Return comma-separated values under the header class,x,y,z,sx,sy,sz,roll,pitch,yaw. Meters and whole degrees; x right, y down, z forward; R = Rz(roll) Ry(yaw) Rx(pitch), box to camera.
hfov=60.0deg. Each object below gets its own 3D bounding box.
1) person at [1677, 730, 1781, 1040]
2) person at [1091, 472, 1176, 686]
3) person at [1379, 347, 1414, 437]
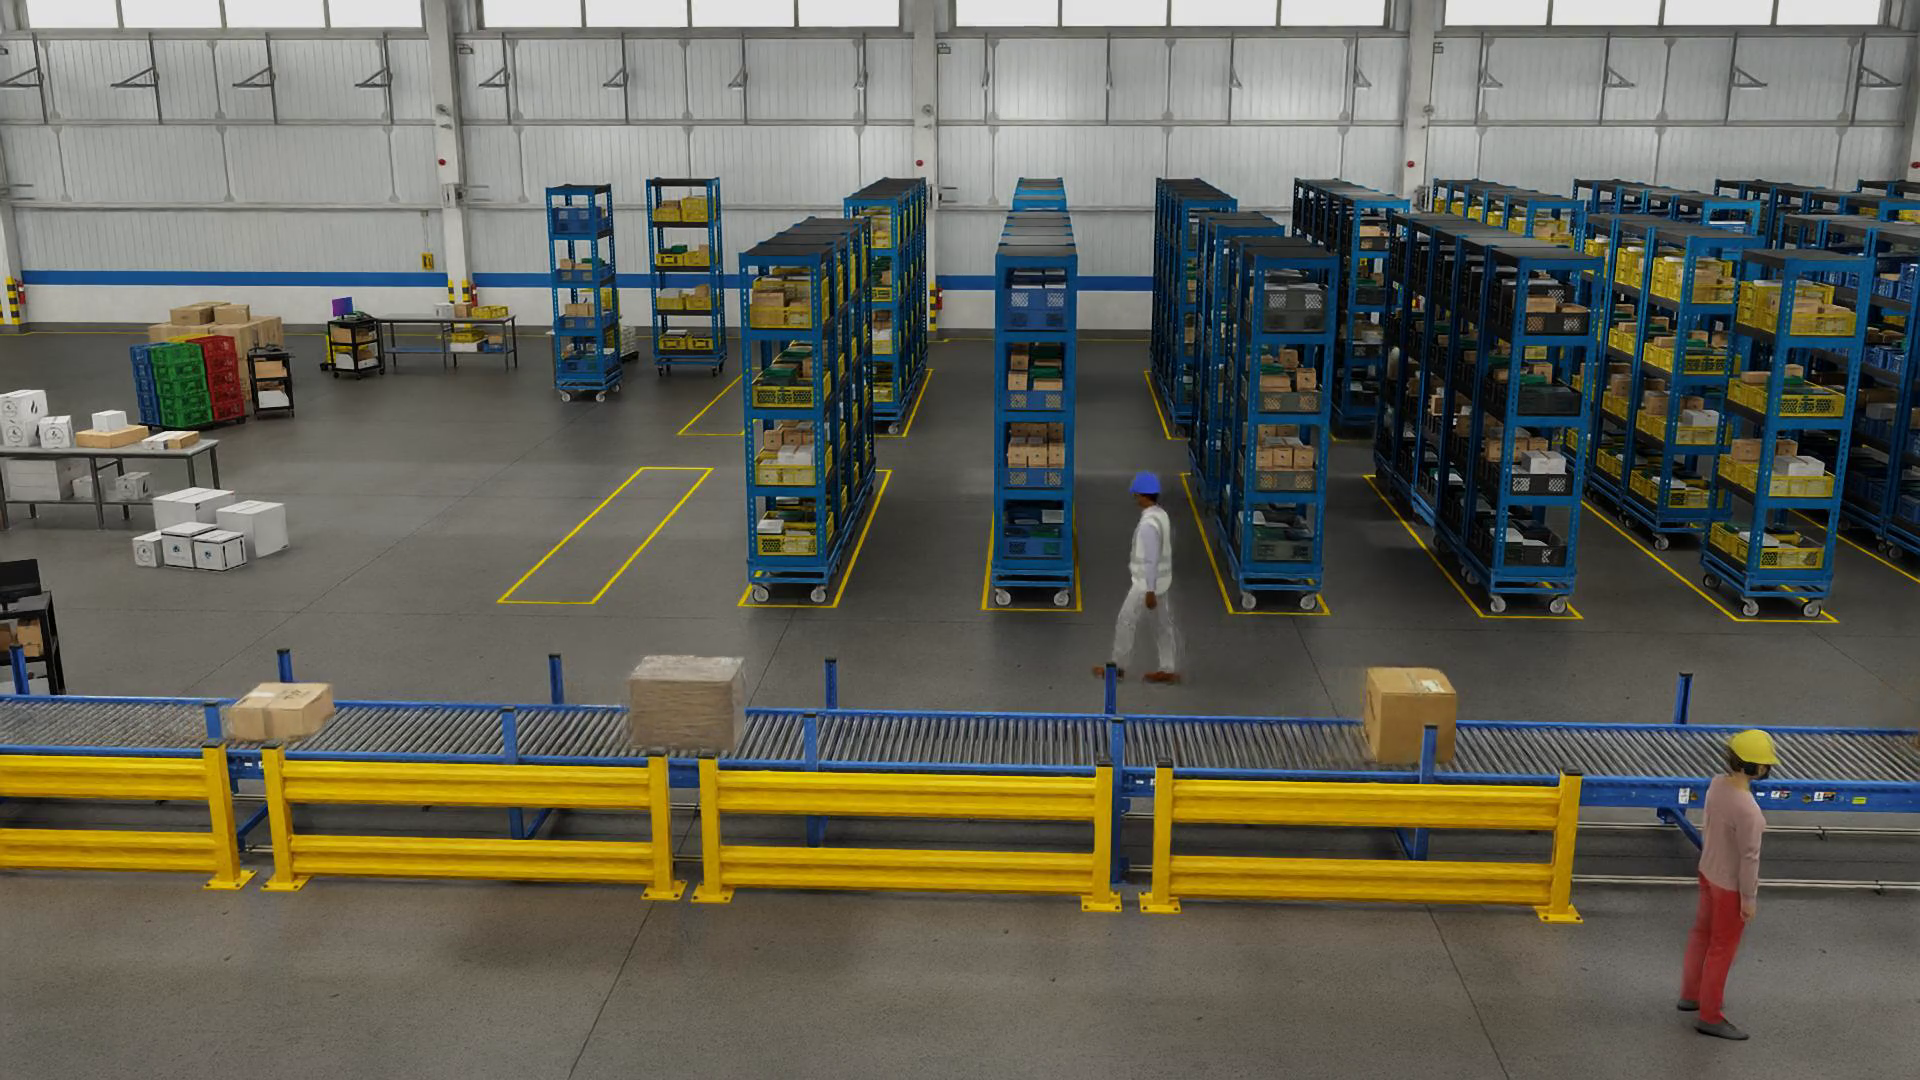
class,x,y,z,sx,sy,sz,roll,pitch,yaw
person,4.278,1.882,9.211,0.330,1.765,0.533,0,15,1
person,1.548,0.338,14.649,0.879,1.910,0.634,6,16,21
person,6.544,-2.207,24.338,0.924,1.781,0.624,-1,15,-2
